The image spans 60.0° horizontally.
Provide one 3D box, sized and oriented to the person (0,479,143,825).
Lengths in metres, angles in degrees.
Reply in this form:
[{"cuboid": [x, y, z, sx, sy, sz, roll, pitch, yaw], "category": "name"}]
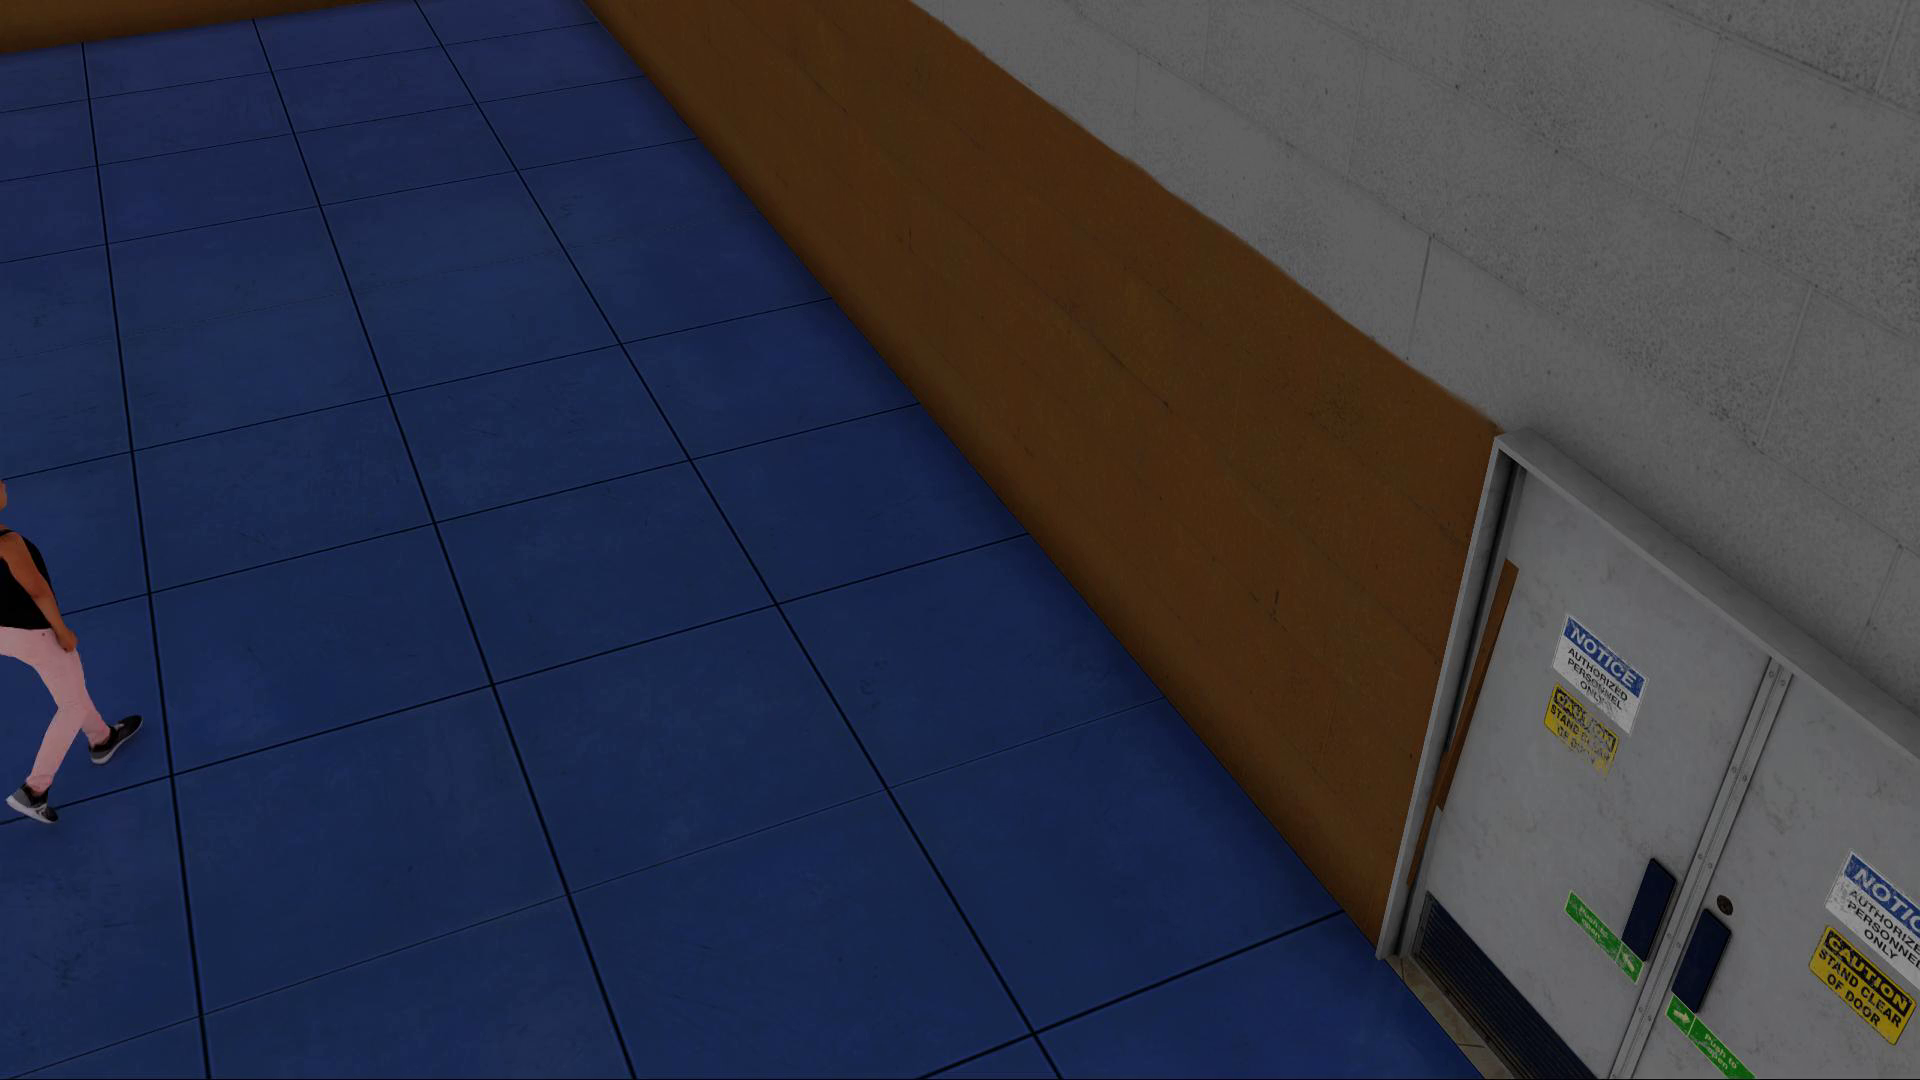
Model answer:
[{"cuboid": [-3.621, 0.401, 6.399, 0.898, 1.547, 0.973, 14, 39, 18], "category": "person"}]
